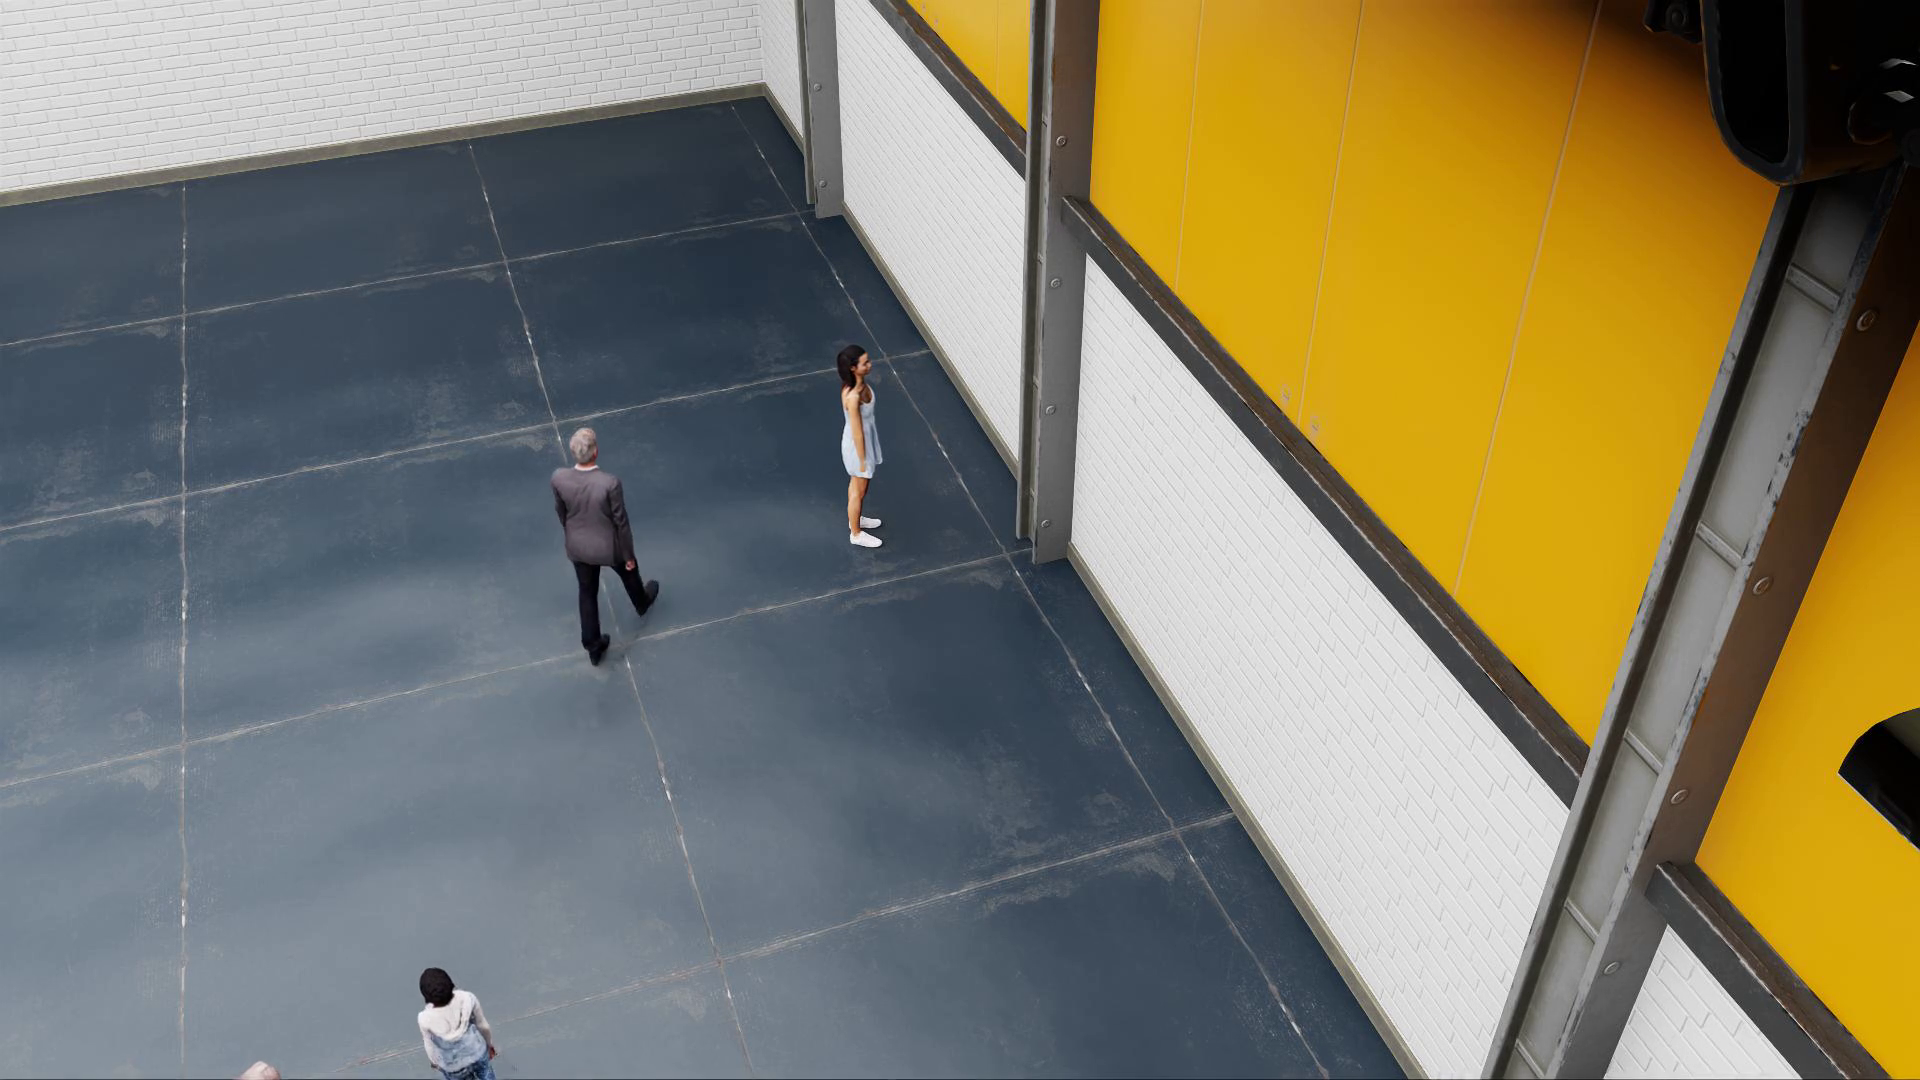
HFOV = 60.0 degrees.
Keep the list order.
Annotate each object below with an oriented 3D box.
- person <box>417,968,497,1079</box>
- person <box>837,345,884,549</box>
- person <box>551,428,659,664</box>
[{"bbox_3d":[-2.586,2.696,8.664,0.540,1.251,0.578,-26,45,-28],"label":"person"},{"bbox_3d":[-0.765,-0.727,12.567,0.713,1.730,0.574,-1,39,-1],"label":"person"},{"bbox_3d":[-2.531,0.079,11.497,1.095,1.807,1.235,6,39,8],"label":"person"}]
